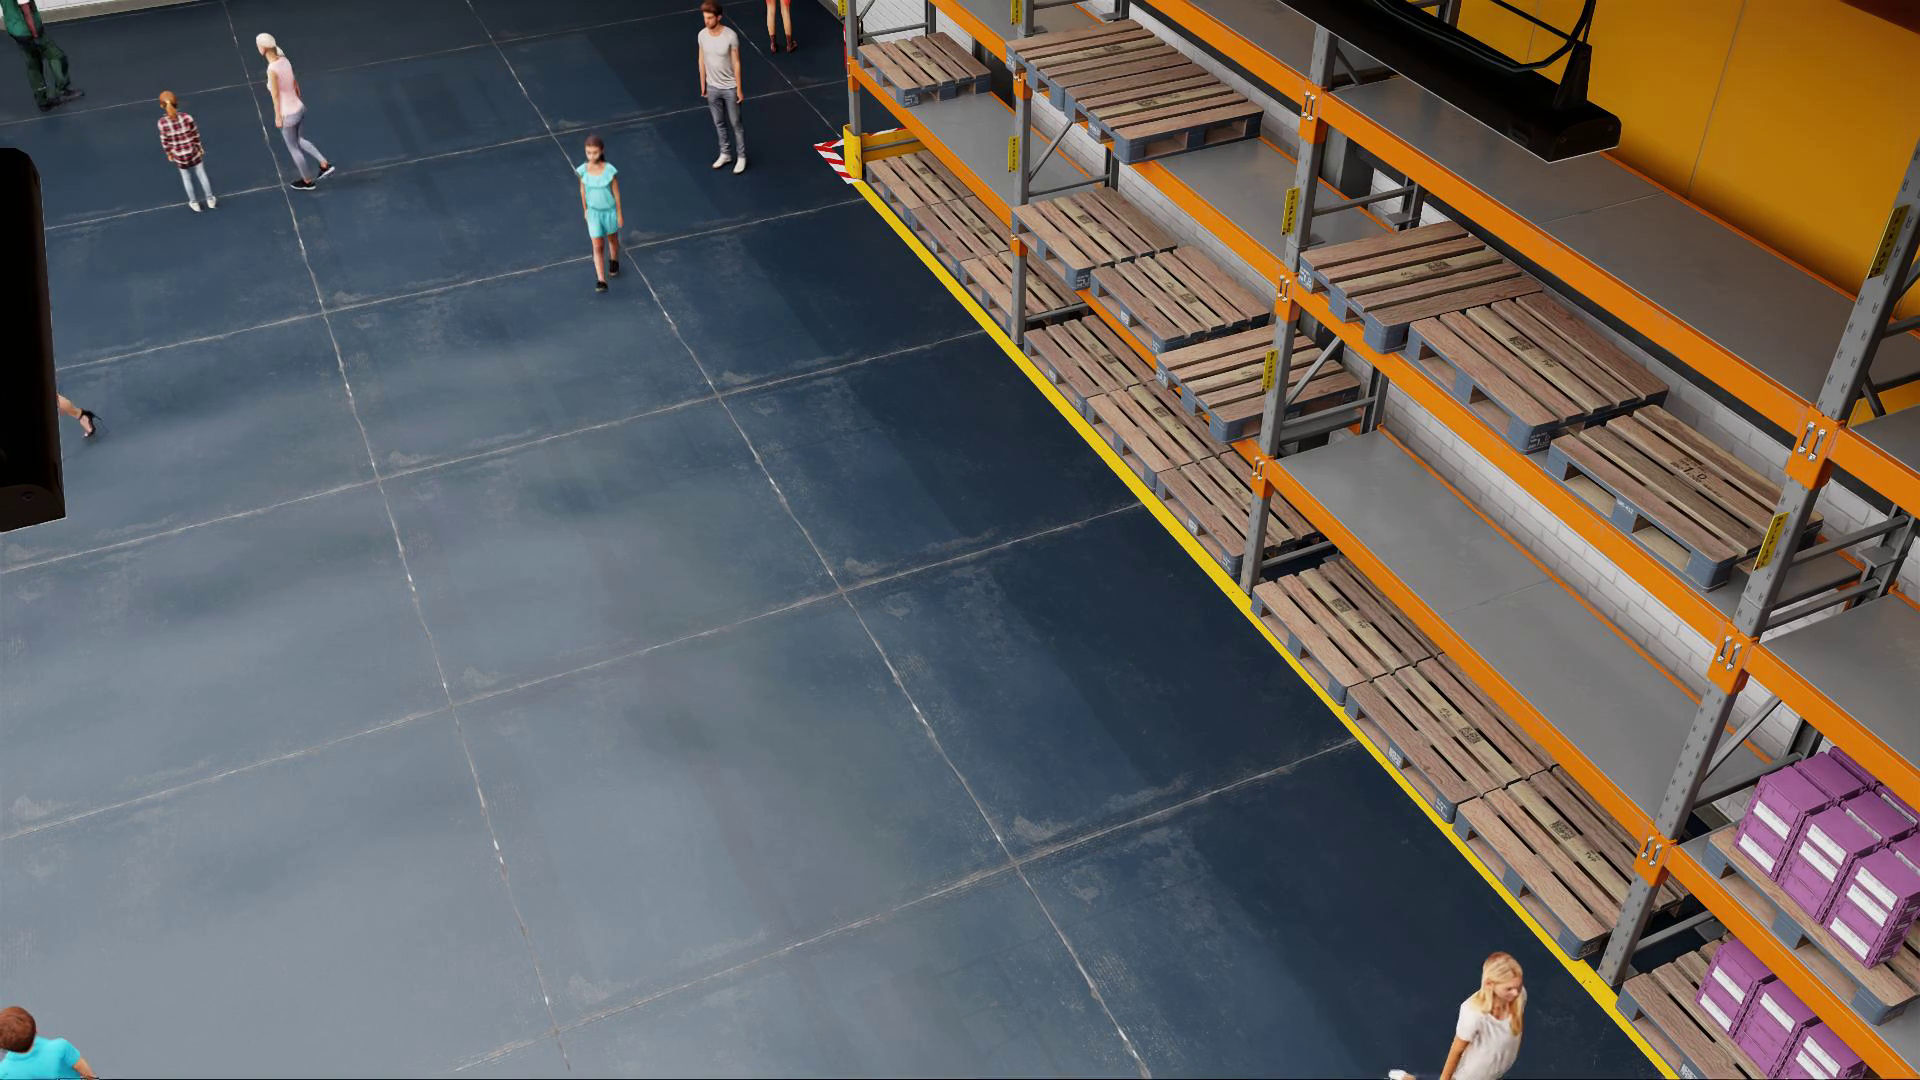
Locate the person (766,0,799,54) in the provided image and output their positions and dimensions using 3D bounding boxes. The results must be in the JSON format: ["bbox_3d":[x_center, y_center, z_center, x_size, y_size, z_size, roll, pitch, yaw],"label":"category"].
[{"bbox_3d":[-2.268,-6.903,20.626,0.667,1.719,0.674,2,39,2],"label":"person"}]

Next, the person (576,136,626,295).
[{"bbox_3d":[-3.456,-3.213,16.167,0.813,1.517,1.100,-2,39,-2],"label":"person"}]

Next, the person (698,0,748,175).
[{"bbox_3d":[-2.558,-4.930,18.023,0.754,1.886,0.808,12,40,14],"label":"person"}]

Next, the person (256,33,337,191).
[{"bbox_3d":[-7.033,-4.533,17.668,0.816,1.708,0.779,2,39,2],"label":"person"}]

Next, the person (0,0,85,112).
[{"bbox_3d":[-10.841,-5.837,19.209,0.893,1.823,0.952,22,44,25],"label":"person"}]

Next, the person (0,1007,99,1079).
[{"bbox_3d":[-4.644,2.903,8.566,0.544,1.448,0.509,-20,43,-23],"label":"person"}]

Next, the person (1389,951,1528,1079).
[{"bbox_3d":[2.585,2.680,8.576,0.692,1.784,1.121,-22,44,-25],"label":"person"}]

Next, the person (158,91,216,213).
[{"bbox_3d":[-8.108,-4.072,17.413,0.516,1.305,0.514,-16,41,-19],"label":"person"}]
